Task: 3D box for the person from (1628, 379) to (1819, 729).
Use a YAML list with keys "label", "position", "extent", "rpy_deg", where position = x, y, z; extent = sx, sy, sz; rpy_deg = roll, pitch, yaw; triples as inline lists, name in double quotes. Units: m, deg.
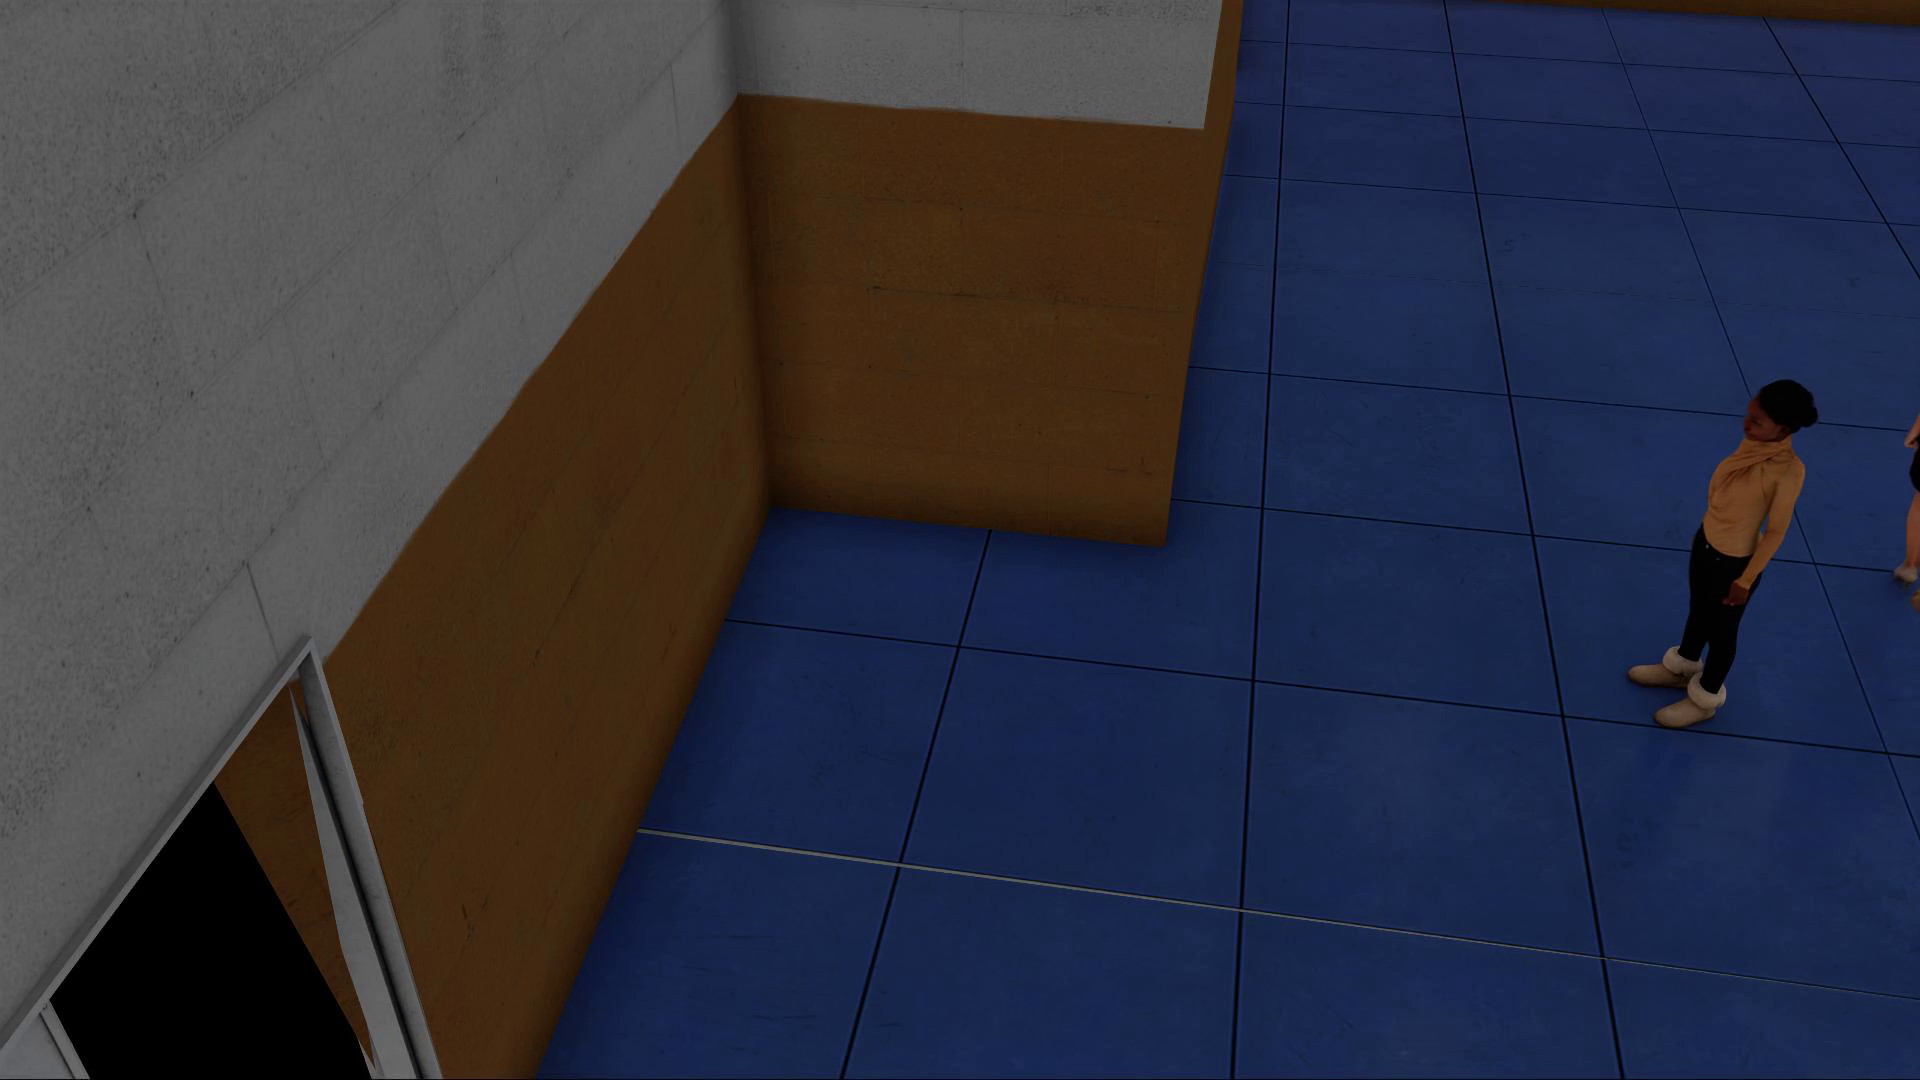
- label: "person"
  position: [3.161, 0.050, 6.803]
  extent: [0.616, 1.658, 0.644]
  rpy_deg: [-1, 37, -2]
